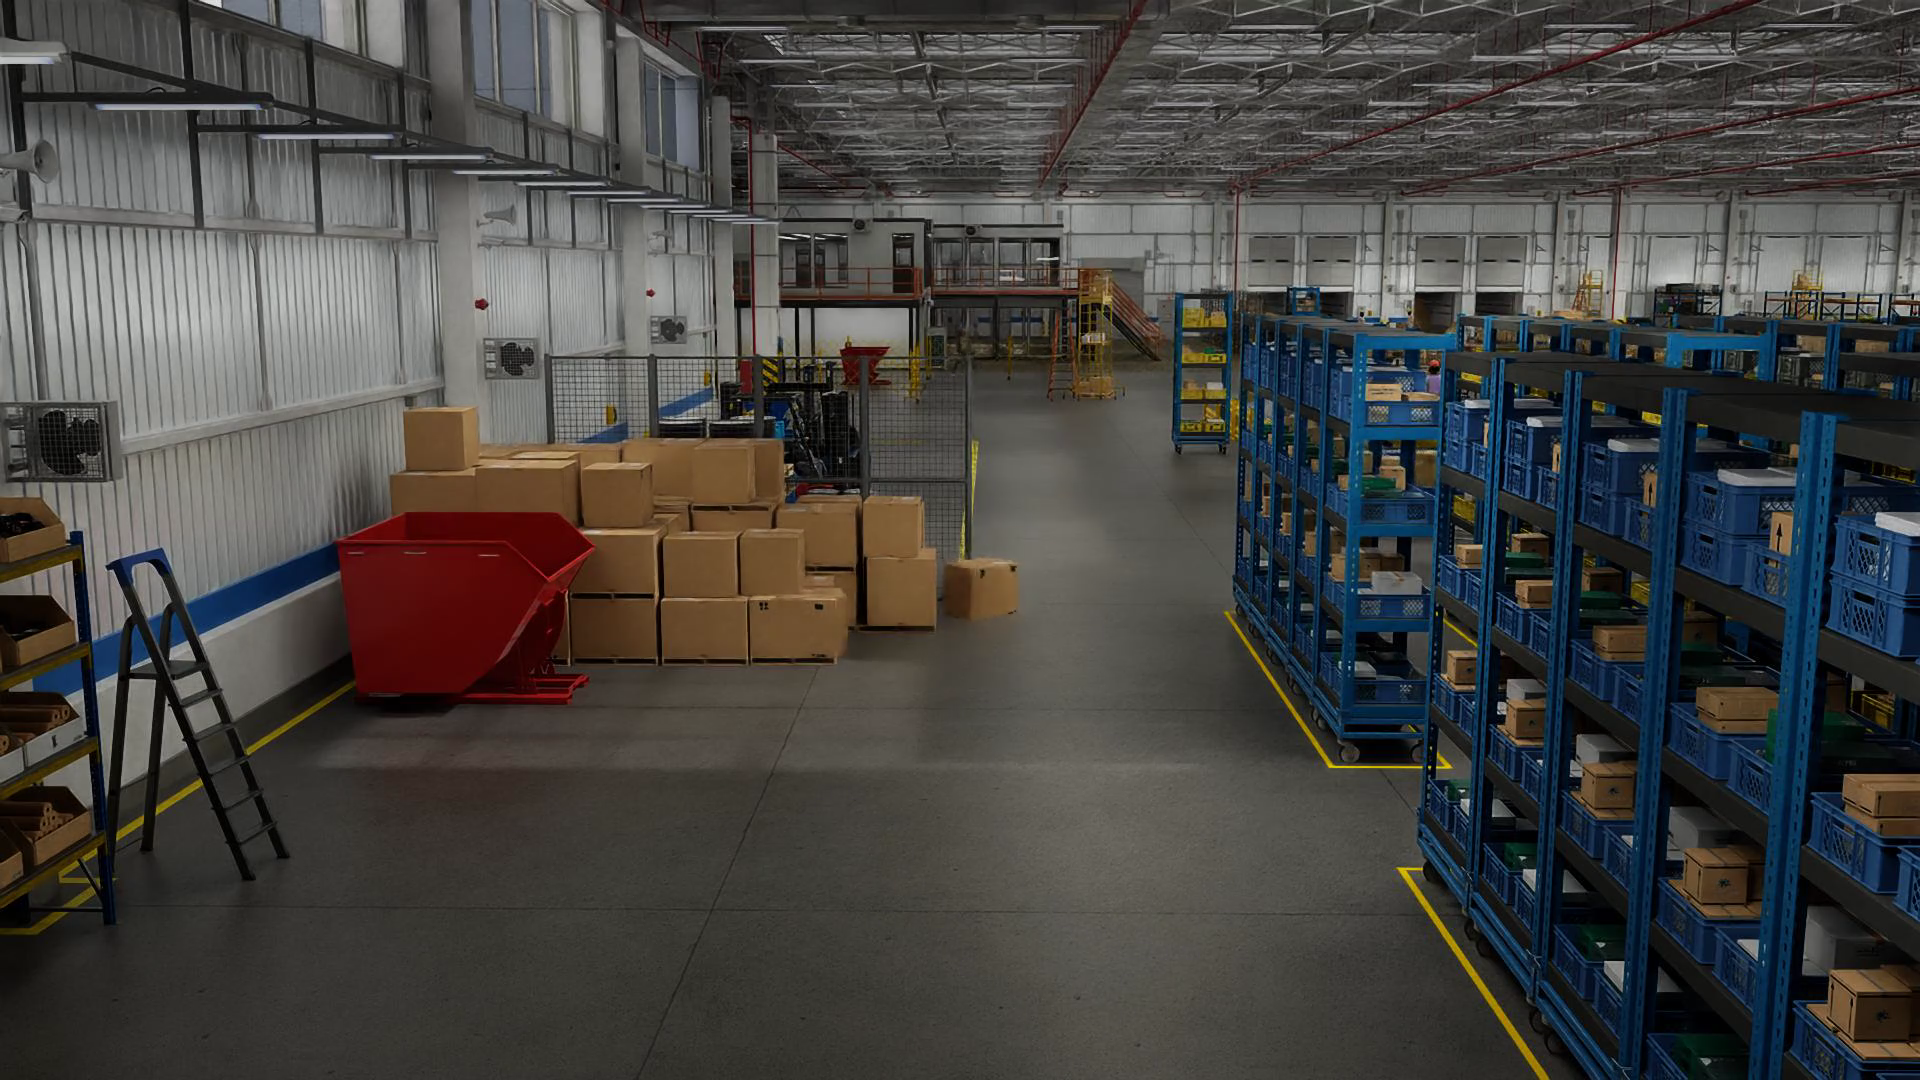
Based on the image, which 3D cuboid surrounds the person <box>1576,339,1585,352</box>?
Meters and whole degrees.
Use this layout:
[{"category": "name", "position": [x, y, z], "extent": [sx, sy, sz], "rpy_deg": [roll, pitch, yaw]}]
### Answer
[{"category": "person", "position": [23.948, -7.223, 64.411], "extent": [0.995, 1.814, 0.541], "rpy_deg": [1, 9, 6]}]

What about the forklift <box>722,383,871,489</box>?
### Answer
[{"category": "forklift", "position": [-2.893, -1.687, 28.729], "extent": [2.680, 1.987, 1.157], "rpy_deg": [0, 9, -1]}]

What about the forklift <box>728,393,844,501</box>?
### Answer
[{"category": "forklift", "position": [-2.979, -1.316, 26.476], "extent": [2.680, 1.987, 1.157], "rpy_deg": [0, 9, 1]}]

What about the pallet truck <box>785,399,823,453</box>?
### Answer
[{"category": "pallet truck", "position": [-3.814, -2.432, 36.419], "extent": [1.630, 1.274, 0.653], "rpy_deg": [0, 9, 1]}]

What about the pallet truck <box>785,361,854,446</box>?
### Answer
[{"category": "pallet truck", "position": [-3.410, -3.193, 38.978], "extent": [1.885, 1.965, 0.823], "rpy_deg": [0, 9, -1]}]

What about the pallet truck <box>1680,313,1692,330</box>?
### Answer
[{"category": "pallet truck", "position": [36.315, -10.531, 84.244], "extent": [0.823, 1.965, 1.885], "rpy_deg": [-6, 11, -33]}]

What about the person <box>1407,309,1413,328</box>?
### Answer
[{"category": "person", "position": [25.588, -12.172, 94.618], "extent": [0.397, 1.918, 0.588], "rpy_deg": [5, 11, 29]}]

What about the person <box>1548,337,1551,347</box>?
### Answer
[{"category": "person", "position": [22.551, -7.032, 62.996], "extent": [0.805, 1.885, 0.585], "rpy_deg": [2, 9, 9]}]

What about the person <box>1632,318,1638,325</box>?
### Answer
[{"category": "person", "position": [33.042, -9.894, 80.969], "extent": [0.950, 1.807, 0.535], "rpy_deg": [8, 12, 41]}]

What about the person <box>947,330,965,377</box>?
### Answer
[{"category": "person", "position": [-0.024, -7.213, 64.401], "extent": [0.962, 1.795, 0.535], "rpy_deg": [-5, 11, -29]}]

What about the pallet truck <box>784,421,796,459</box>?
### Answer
[{"category": "pallet truck", "position": [-4.013, -1.793, 32.705], "extent": [1.601, 1.201, 0.680], "rpy_deg": [0, 9, 1]}]

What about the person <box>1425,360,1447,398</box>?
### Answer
[{"category": "person", "position": [10.985, -3.161, 38.631], "extent": [0.608, 2.047, 0.366], "rpy_deg": [0, 9, 0]}]

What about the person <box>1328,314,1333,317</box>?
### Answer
[{"category": "person", "position": [19.498, -11.016, 87.710], "extent": [0.429, 1.846, 0.625], "rpy_deg": [4, 10, 21]}]

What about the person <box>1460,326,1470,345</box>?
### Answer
[{"category": "person", "position": [24.597, -9.983, 81.211], "extent": [0.581, 1.882, 0.339], "rpy_deg": [7, 11, 35]}]

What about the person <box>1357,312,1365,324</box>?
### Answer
[{"category": "person", "position": [22.234, -11.738, 92.174], "extent": [0.429, 1.842, 0.626], "rpy_deg": [7, 12, 39]}]

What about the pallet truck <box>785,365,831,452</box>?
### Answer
[{"category": "pallet truck", "position": [-3.774, -2.976, 37.635], "extent": [1.885, 1.965, 0.823], "rpy_deg": [1, 9, 5]}]

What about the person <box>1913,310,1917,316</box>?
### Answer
[{"category": "person", "position": [52.646, -11.725, 91.774], "extent": [0.340, 1.942, 0.551], "rpy_deg": [-3, 10, -21]}]

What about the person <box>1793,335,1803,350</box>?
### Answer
[{"category": "person", "position": [32.645, -7.360, 64.885], "extent": [0.971, 1.921, 0.634], "rpy_deg": [-4, 10, -25]}]

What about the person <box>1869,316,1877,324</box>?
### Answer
[{"category": "person", "position": [44.469, -9.952, 81.041], "extent": [0.610, 1.872, 0.992], "rpy_deg": [-7, 12, -37]}]

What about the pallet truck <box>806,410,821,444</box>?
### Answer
[{"category": "pallet truck", "position": [-3.559, -2.018, 33.905], "extent": [1.522, 1.261, 0.704], "rpy_deg": [0, 9, -1]}]
